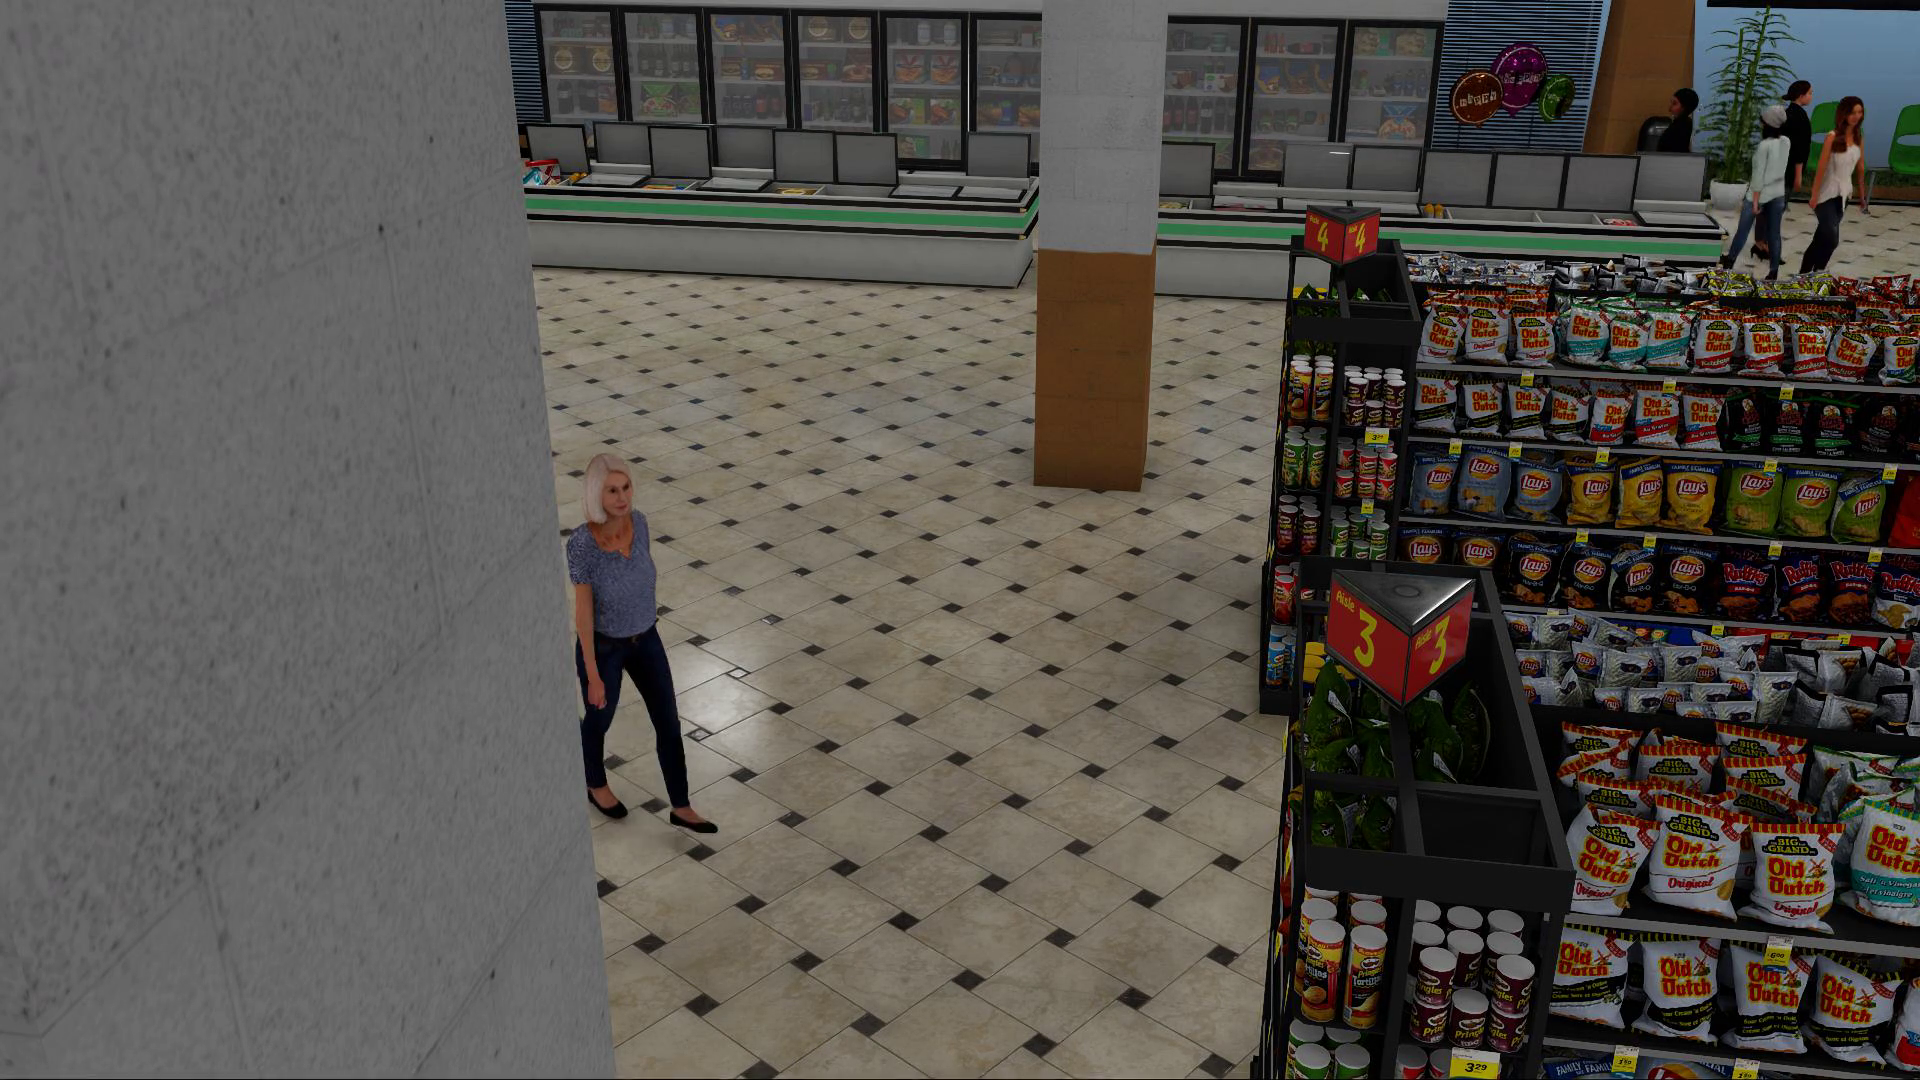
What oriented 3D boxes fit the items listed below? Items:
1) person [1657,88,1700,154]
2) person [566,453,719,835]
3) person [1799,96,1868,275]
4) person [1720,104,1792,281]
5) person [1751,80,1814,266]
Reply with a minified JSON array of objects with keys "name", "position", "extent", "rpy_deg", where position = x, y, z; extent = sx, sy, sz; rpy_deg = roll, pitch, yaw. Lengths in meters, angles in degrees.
[{"name":"person","position":[6.799,-3.351,15.607],"extent":[1.232,1.656,0.869],"rpy_deg":[15,28,30]},{"name":"person","position":[-1.480,0.424,6.936],"extent":[1.041,1.691,0.896],"rpy_deg":[19,30,37]},{"name":"person","position":[7.640,-3.032,14.738],"extent":[0.779,1.768,0.840],"rpy_deg":[-13,27,-26]},{"name":"person","position":[7.331,-3.072,15.040],"extent":[1.117,1.599,1.022],"rpy_deg":[-6,24,-14]},{"name":"person","position":[7.864,-3.517,15.905],"extent":[0.611,1.719,0.667],"rpy_deg":[1,24,2]}]
